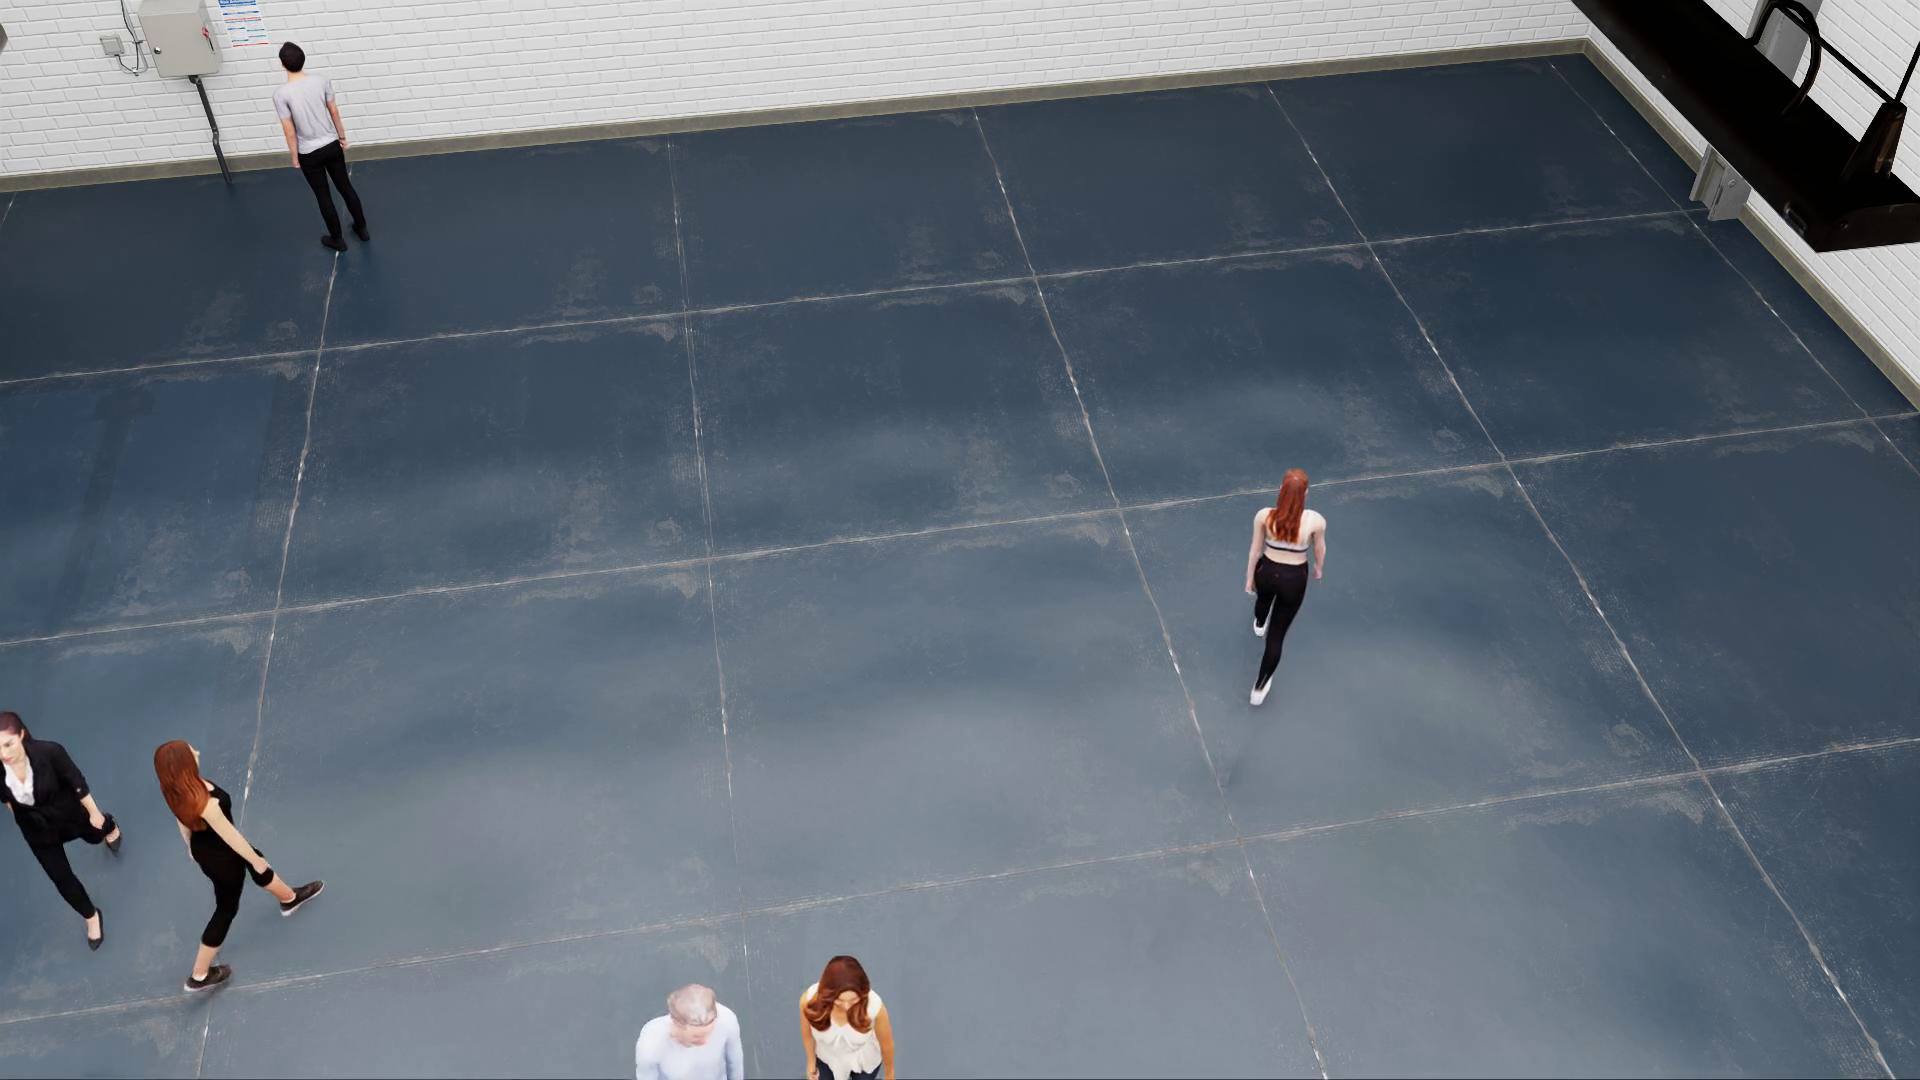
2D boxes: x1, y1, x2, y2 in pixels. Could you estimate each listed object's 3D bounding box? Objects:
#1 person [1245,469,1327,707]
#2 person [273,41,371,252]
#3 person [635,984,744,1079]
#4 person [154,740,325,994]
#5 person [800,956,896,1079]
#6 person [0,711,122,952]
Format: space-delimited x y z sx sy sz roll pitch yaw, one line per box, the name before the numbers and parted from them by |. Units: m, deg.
person | 1.982 0.339 10.343 0.957 1.706 1.173 14 45 15
person | -5.421 -3.314 14.064 0.737 1.863 0.742 -33 53 -30
person | -1.299 2.560 7.895 0.817 1.867 0.936 -14 45 -14
person | -4.025 1.748 8.879 1.121 1.685 1.108 31 51 28
person | -0.535 2.436 8.147 0.778 1.700 1.083 6 44 6
person | -4.981 1.472 9.209 0.667 1.629 1.074 -11 45 -11
